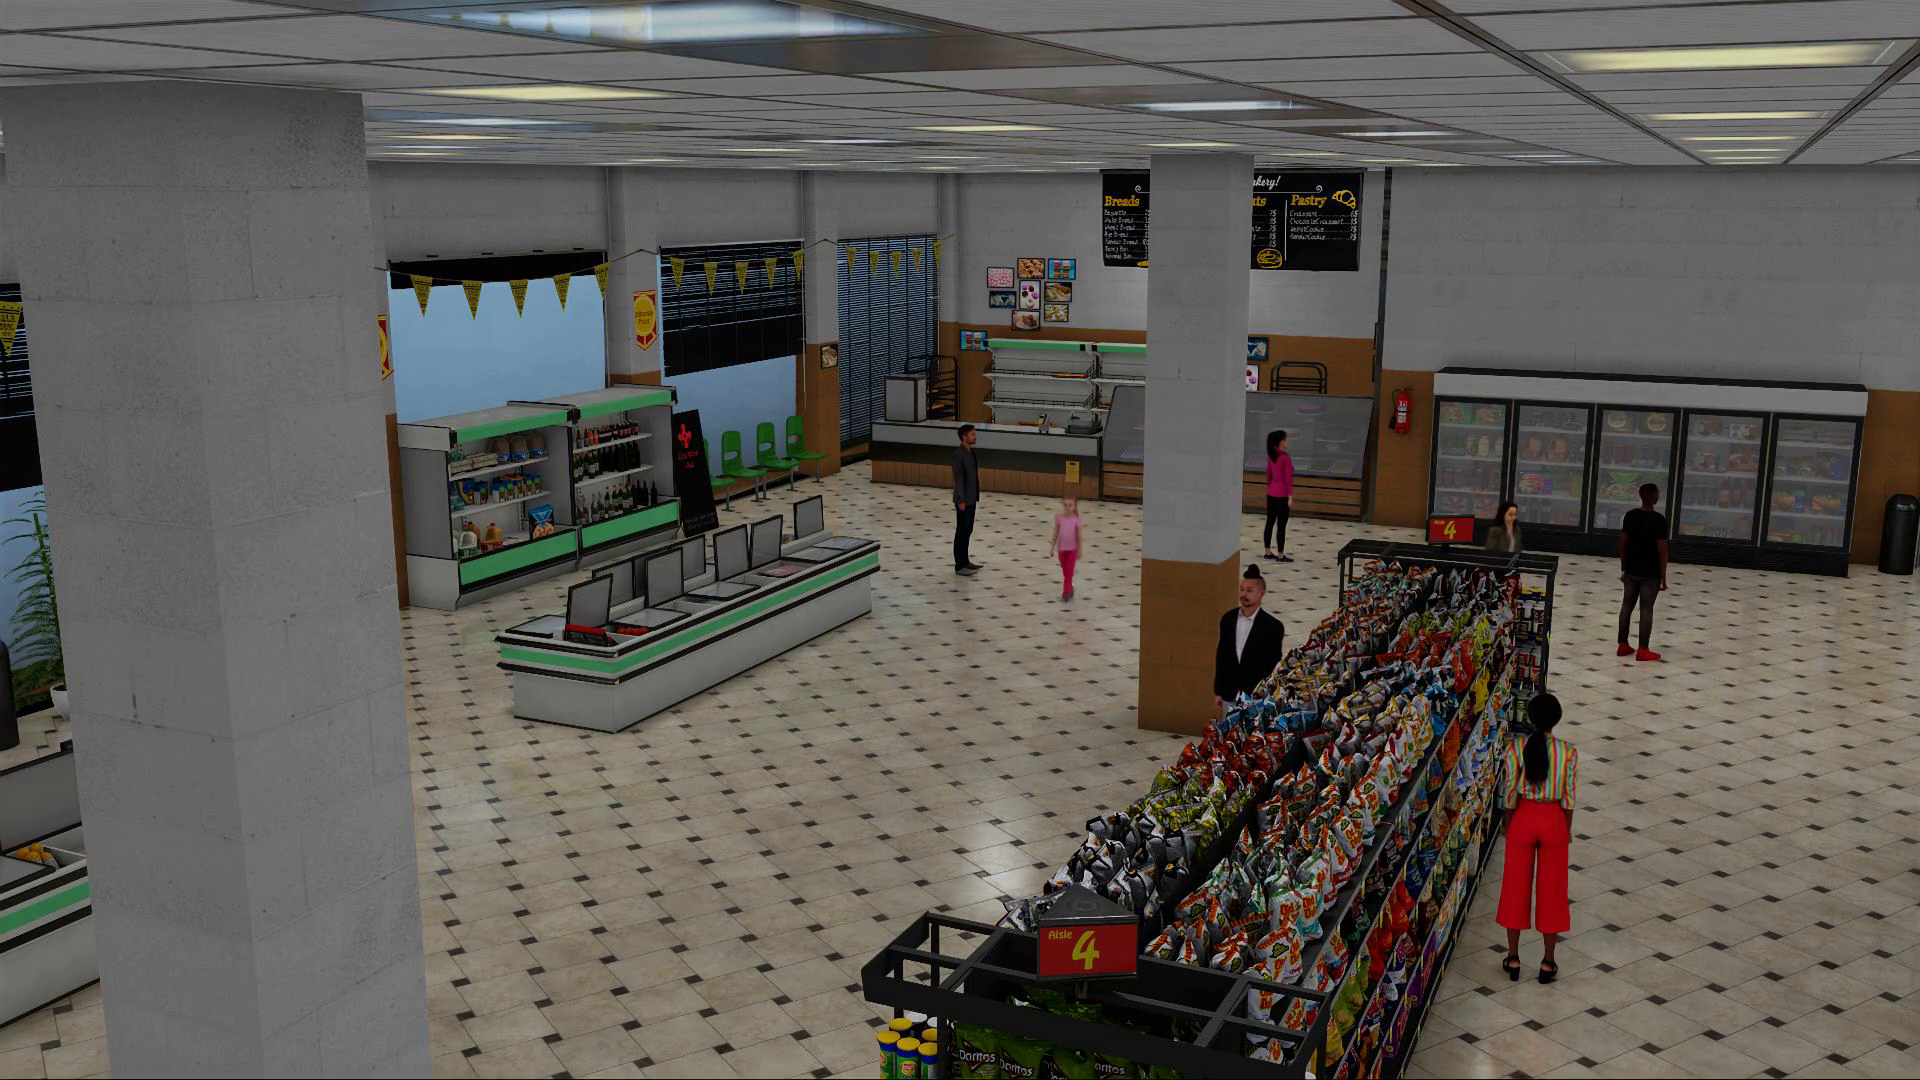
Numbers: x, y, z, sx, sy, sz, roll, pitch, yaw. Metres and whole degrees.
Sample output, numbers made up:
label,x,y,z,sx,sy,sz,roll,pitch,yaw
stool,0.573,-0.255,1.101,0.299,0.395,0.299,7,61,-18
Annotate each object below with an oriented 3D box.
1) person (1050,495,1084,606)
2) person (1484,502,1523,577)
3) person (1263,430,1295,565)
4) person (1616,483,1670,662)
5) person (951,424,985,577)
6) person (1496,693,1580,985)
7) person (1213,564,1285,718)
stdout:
label,x,y,z,sx,sy,sz,roll,pitch,yaw
person,1.259,0.102,19.241,0.477,1.244,0.855,6,13,25
person,5.749,0.316,17.672,0.649,1.473,0.724,-5,13,-24
person,4.064,-0.557,21.267,0.719,1.699,0.679,-6,14,-28
person,6.919,0.312,16.883,0.705,1.804,0.721,-8,15,-35
person,0.067,-0.516,20.649,0.780,1.874,0.600,3,12,14
person,3.454,1.776,9.958,0.623,1.793,0.566,4,12,17
person,2.195,1.135,12.628,0.771,1.948,0.711,11,16,41
